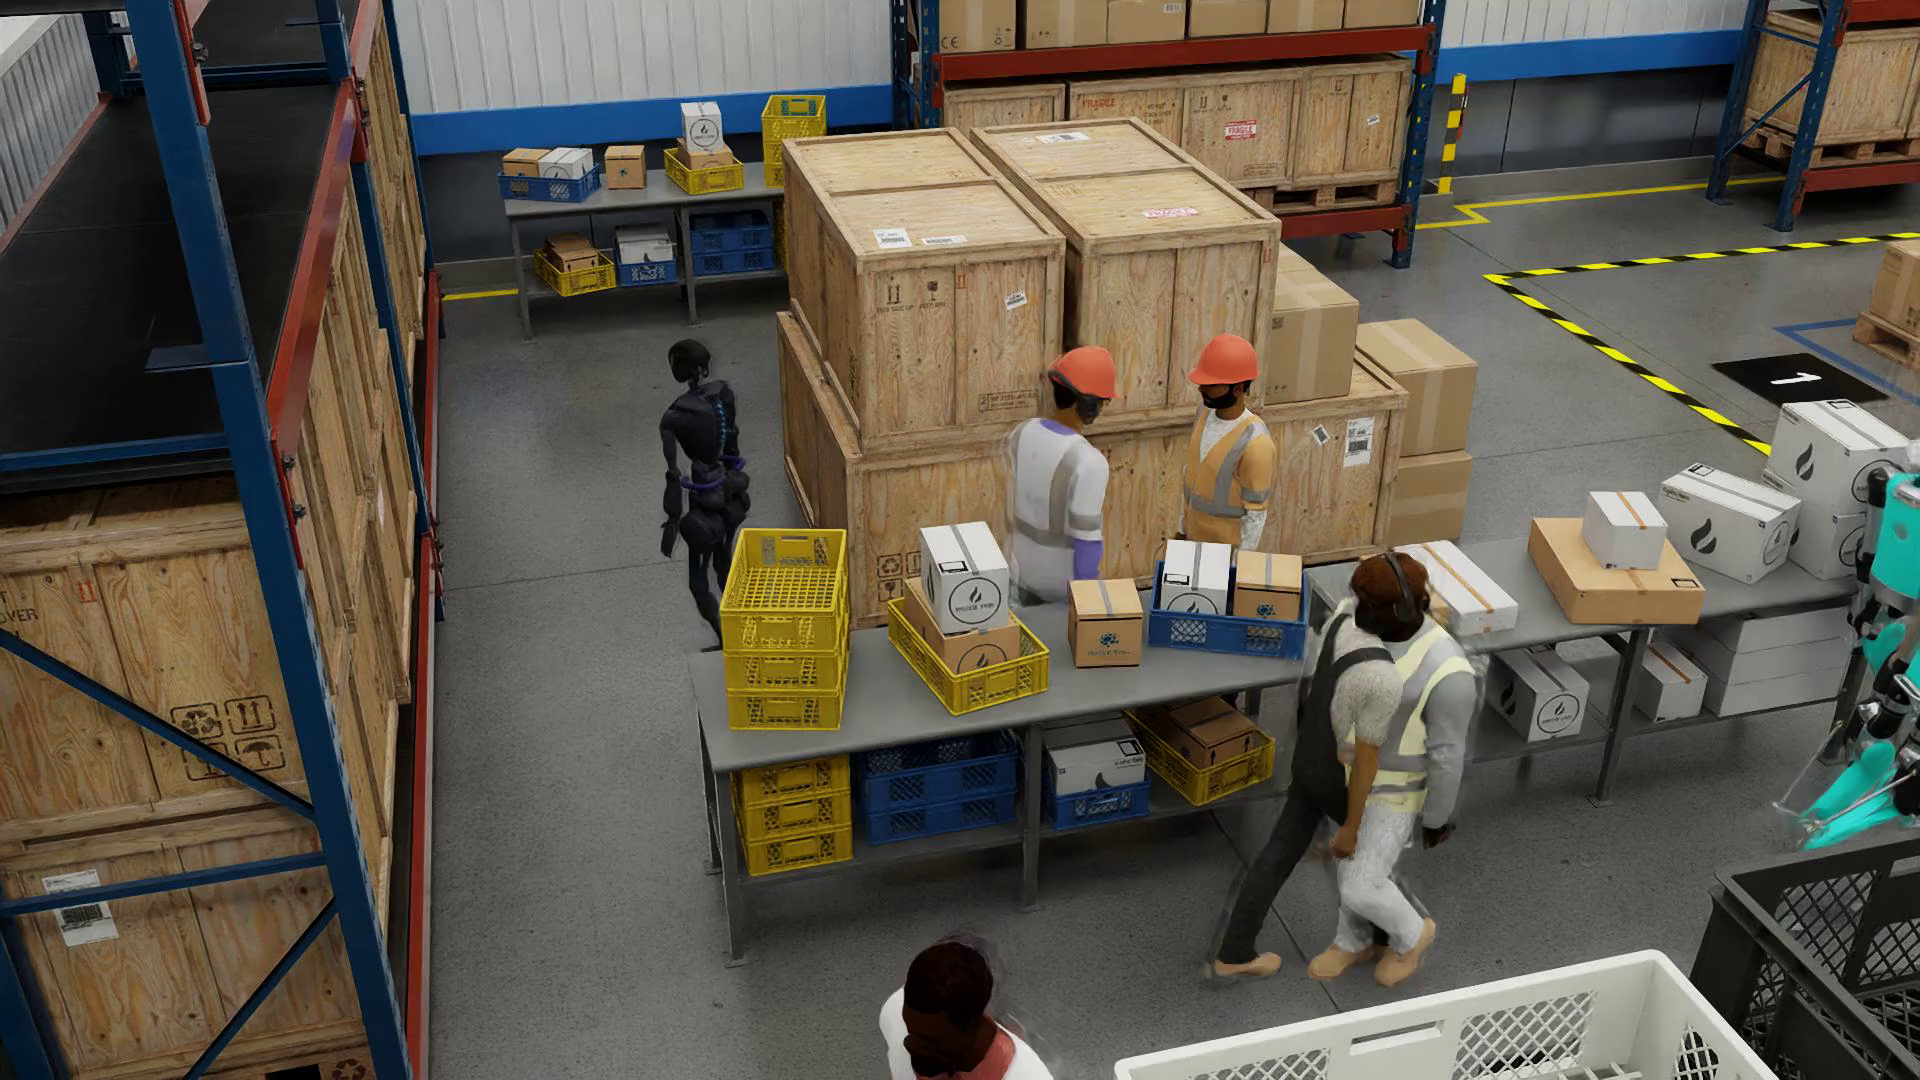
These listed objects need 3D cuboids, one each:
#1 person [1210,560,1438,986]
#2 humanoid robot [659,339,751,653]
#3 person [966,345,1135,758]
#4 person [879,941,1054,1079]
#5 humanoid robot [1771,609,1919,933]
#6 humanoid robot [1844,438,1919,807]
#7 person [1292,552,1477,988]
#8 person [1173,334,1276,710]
[{"bbox_3d":[1.374,0.858,5.997,0.962,1.788,0.506,-10,30,-17],"label":"person"},{"bbox_3d":[-1.192,-0.178,8.003,0.373,1.664,0.588,14,32,24],"label":"humanoid robot"},{"bbox_3d":[0.444,0.127,7.134,1.088,1.952,0.672,-19,34,-31],"label":"person"},{"bbox_3d":[0.009,1.752,4.251,0.610,1.894,0.570,22,36,35],"label":"person"},{"bbox_3d":[3.289,0.824,6.081,0.921,1.720,0.560,-2,29,-4],"label":"humanoid robot"},{"bbox_3d":[4.060,0.431,6.927,0.769,1.898,0.550,-8,30,-15],"label":"humanoid robot"},{"bbox_3d":[1.474,0.858,5.958,0.458,1.821,0.634,-14,32,-24],"label":"person"},{"bbox_3d":[1.128,-0.004,7.395,0.351,1.938,0.543,-13,31,-22],"label":"person"}]
